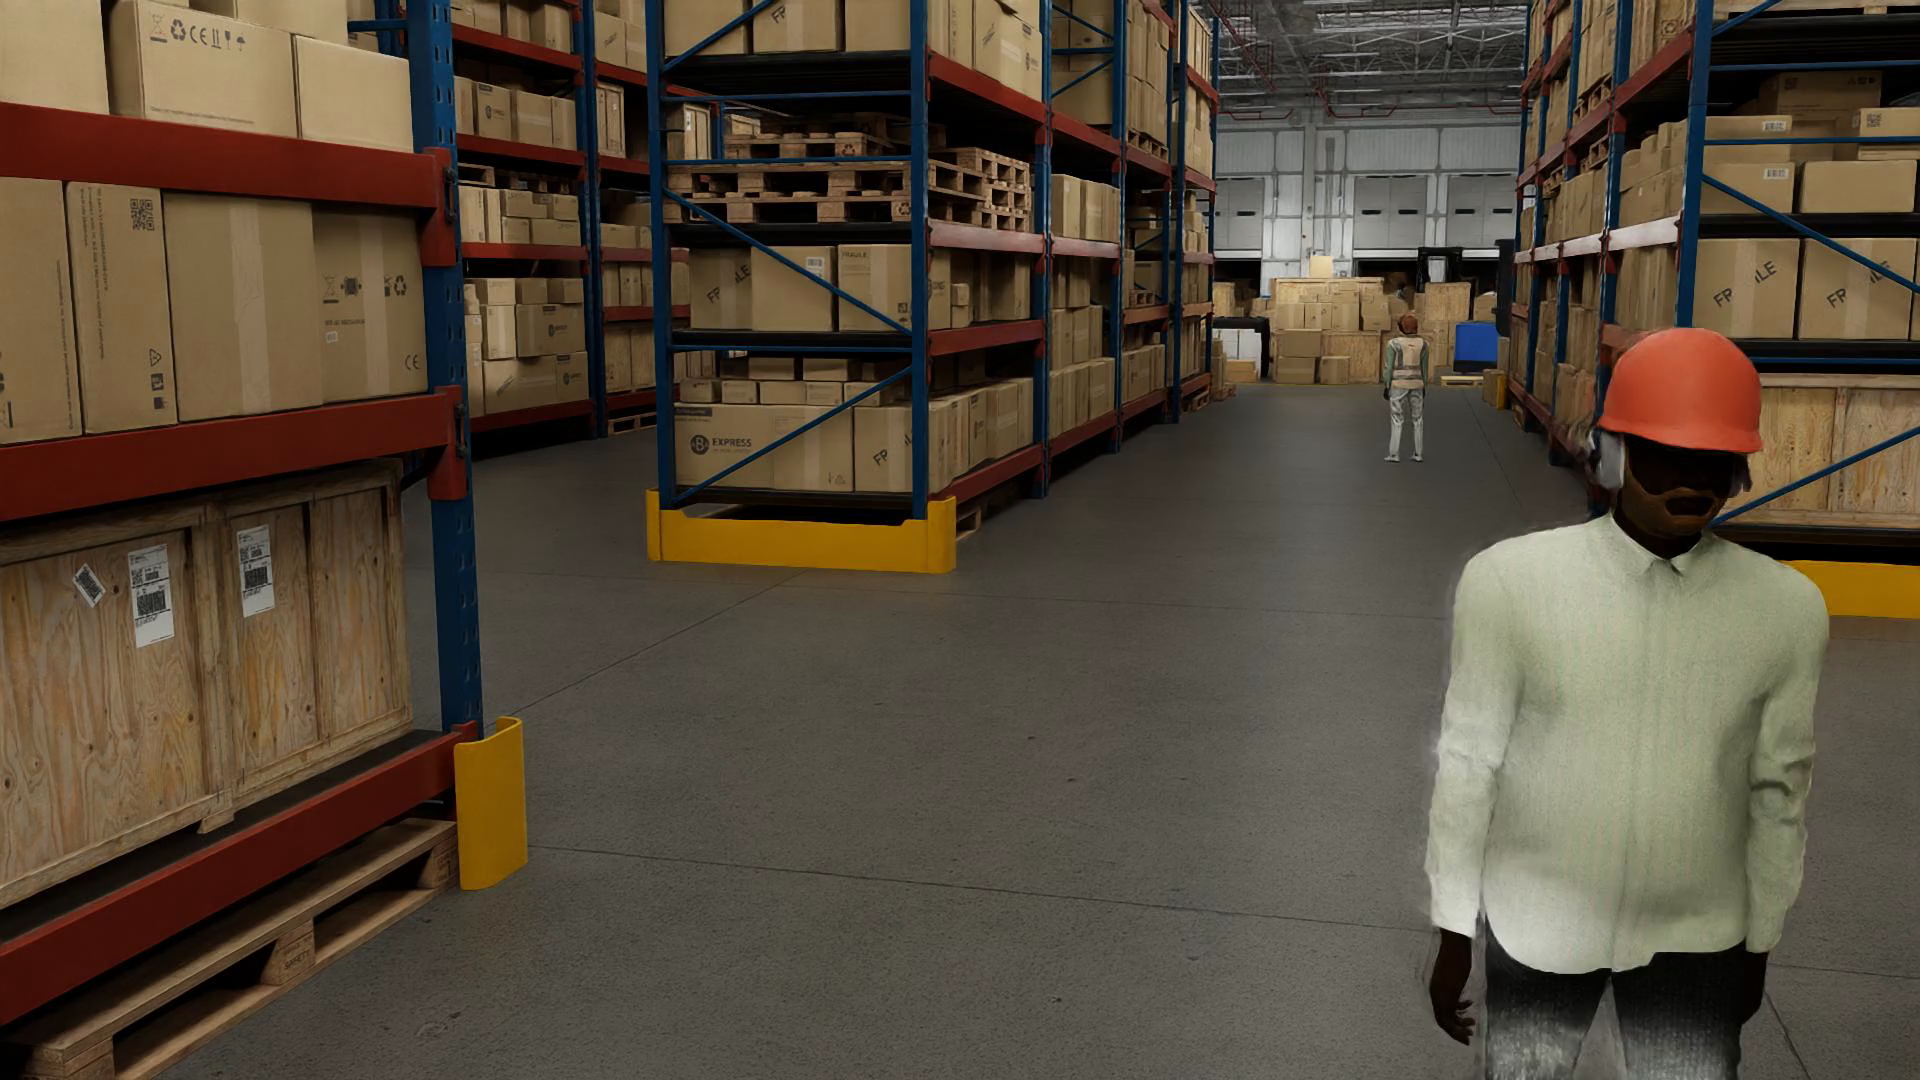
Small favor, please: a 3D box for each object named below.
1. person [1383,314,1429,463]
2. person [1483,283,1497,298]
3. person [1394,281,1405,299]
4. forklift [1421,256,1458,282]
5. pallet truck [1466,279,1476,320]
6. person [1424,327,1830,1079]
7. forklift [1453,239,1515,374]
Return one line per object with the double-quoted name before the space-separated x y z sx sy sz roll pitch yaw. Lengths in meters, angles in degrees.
"person" 4.908 -1.662 18.302 0.511 1.630 0.315 -2 9 -11
"person" 17.692 -7.618 55.368 0.617 1.868 0.410 9 12 43
"person" 14.739 -7.740 55.993 0.681 1.922 0.642 0 9 0
"forklift" 12.355 -6.175 43.004 1.129 2.768 1.873 2 9 15
"pallet truck" 18.896 -8.459 60.307 1.885 1.965 0.823 5 10 31
"person" 1.106 0.609 2.861 0.620 1.958 0.981 2 9 11
"forklift" 11.341 -4.852 34.600 1.873 2.768 1.129 4 10 23
